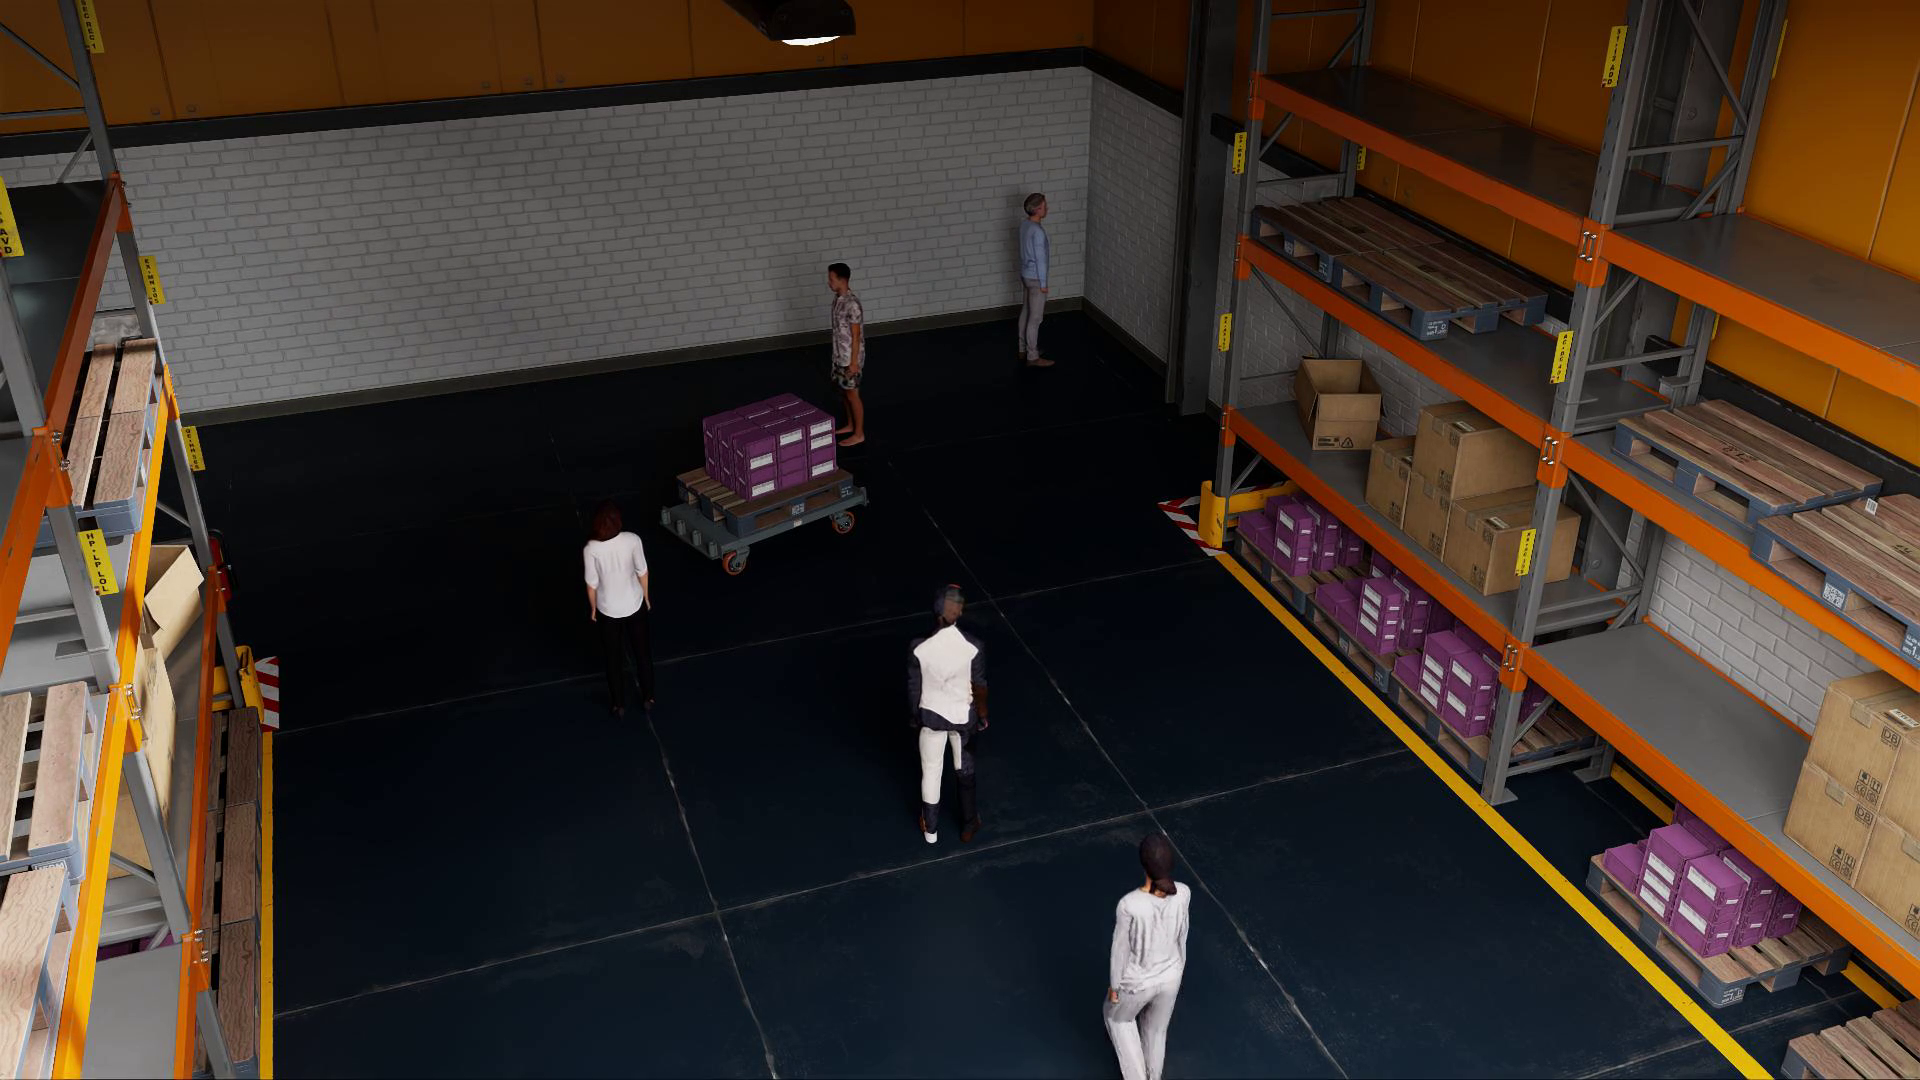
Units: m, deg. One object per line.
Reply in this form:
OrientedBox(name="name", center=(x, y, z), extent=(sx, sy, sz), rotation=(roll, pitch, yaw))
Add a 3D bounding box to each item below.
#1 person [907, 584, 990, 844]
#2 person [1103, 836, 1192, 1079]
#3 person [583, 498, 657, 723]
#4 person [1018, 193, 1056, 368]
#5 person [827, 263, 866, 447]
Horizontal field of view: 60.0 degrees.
OrientedBox(name="person", center=(-0.079, 1.131, 10.702), extent=(0.755, 1.893, 0.723), rotation=(1, 29, 1))
OrientedBox(name="person", center=(1.020, 2.327, 8.644), extent=(0.624, 1.763, 0.706), rotation=(-8, 30, -14))
OrientedBox(name="person", center=(-2.431, 0.508, 11.943), extent=(0.595, 1.798, 0.501), rotation=(-10, 30, -17))
OrientedBox(name="person", center=(0.798, -2.815, 17.934), extent=(0.729, 1.894, 0.541), rotation=(-7, 29, -12))
OrientedBox(name="person", center=(-1.079, -1.829, 16.214), extent=(0.750, 1.810, 0.545), rotation=(-13, 31, -22))
